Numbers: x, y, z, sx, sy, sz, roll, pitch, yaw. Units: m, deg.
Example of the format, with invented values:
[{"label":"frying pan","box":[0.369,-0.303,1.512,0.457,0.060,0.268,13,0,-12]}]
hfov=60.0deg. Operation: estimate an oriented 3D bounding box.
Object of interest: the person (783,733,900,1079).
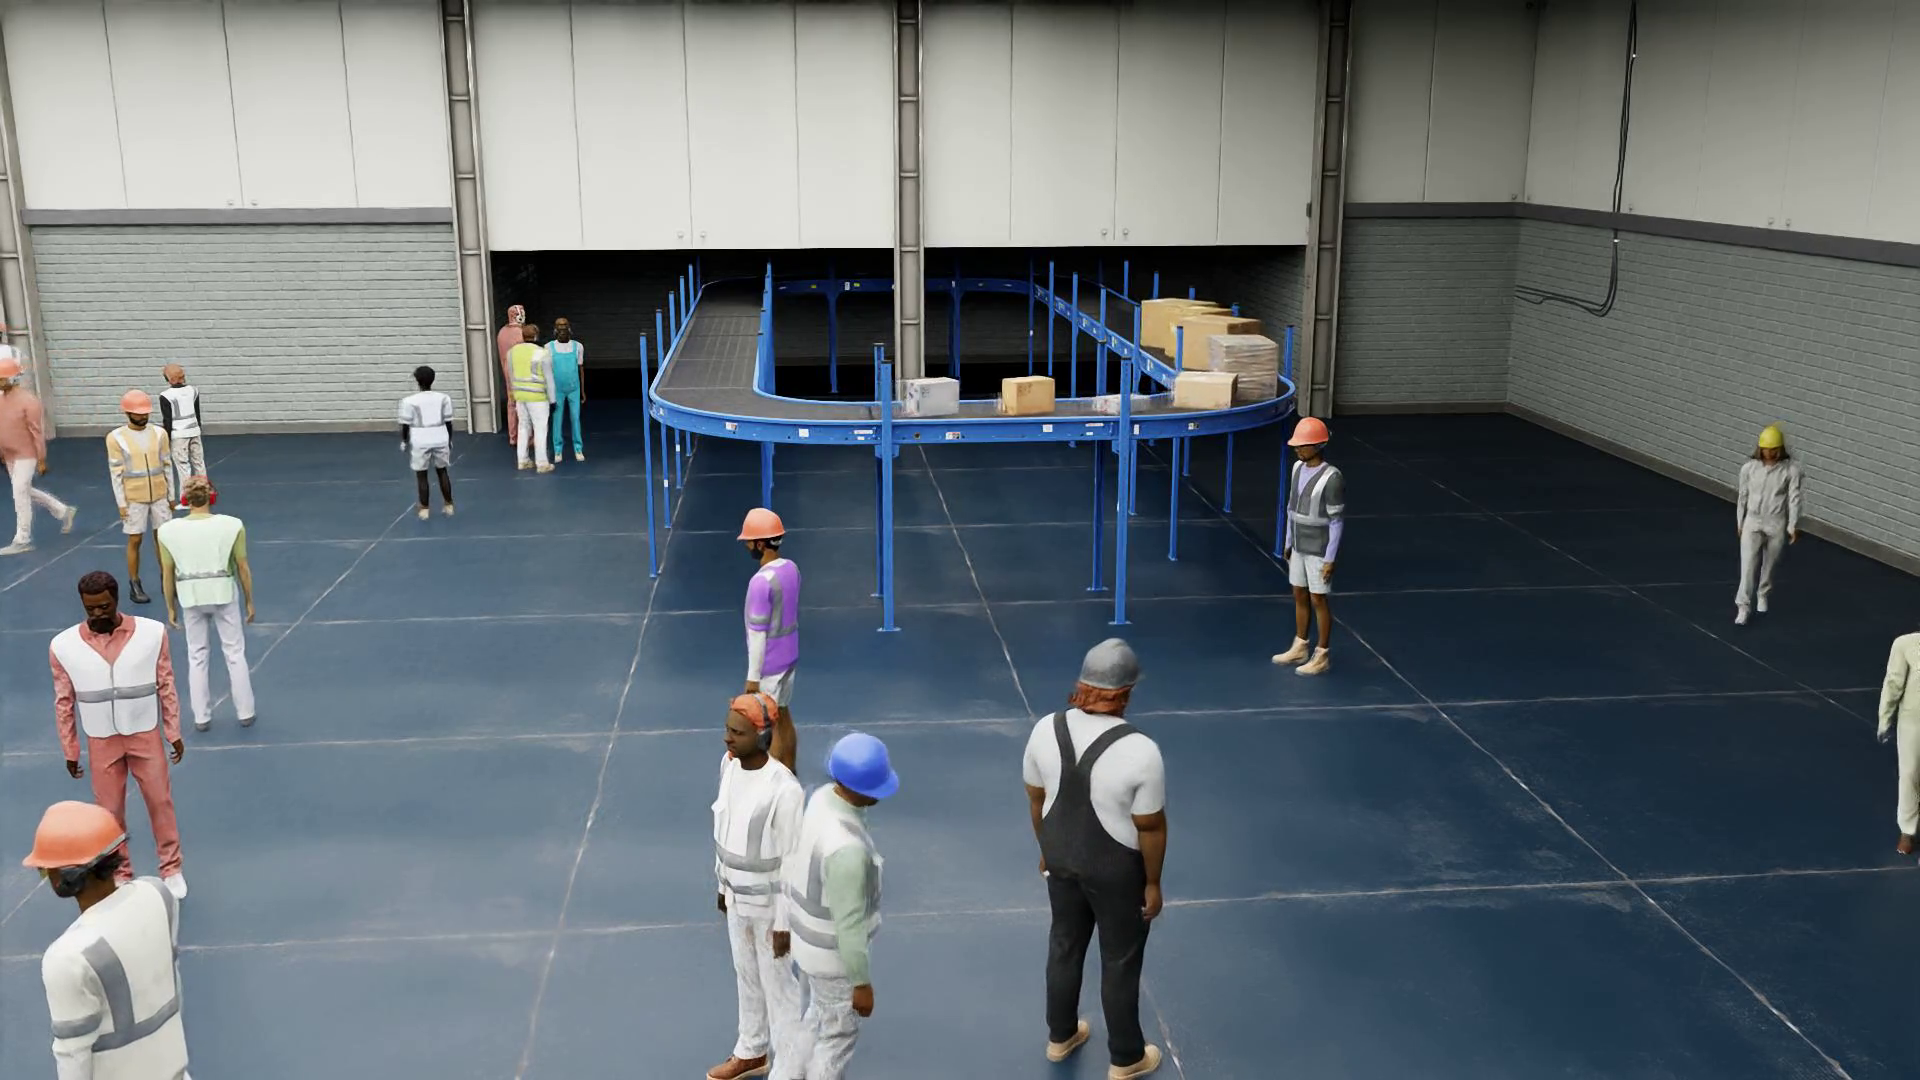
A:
[{"label":"person","box":[-0.503,1.655,6.823,0.502,1.899,0.676,-3,14,-12]}]

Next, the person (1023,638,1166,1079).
[{"label":"person","box":[0.655,1.417,7.485,0.688,2.000,0.536,11,18,36]}]

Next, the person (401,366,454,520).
[{"label":"person","box":[-5.774,-1.056,18.093,0.546,1.686,0.349,-12,18,-39]}]

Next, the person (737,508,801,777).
[{"label":"person","box":[-1.199,0.748,10.401,0.373,1.930,0.545,4,15,17]}]

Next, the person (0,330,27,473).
[{"label":"person","box":[-11.898,-1.771,20.512,0.865,1.897,0.546,7,16,27]}]

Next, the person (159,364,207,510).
[{"label":"person","box":[-8.669,-1.147,18.565,0.314,1.636,0.515,6,15,22]}]

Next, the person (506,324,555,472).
[{"label":"person","box":[-5.277,-1.749,20.586,0.648,1.831,0.431,6,15,22]}]

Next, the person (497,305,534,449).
[{"label":"person","box":[-5.822,-2.159,22.064,0.643,1.909,0.410,12,18,40]}]

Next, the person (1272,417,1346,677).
[{"label":"person","box":[2.705,0.052,12.947,0.395,2.038,0.615,-6,15,-22]}]

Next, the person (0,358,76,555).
[{"label":"person","box":[-9.451,-0.888,16.868,0.628,1.970,0.852,8,16,28]}]

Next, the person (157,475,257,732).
[{"label":"person","box":[-5.303,0.458,11.746,0.571,1.836,0.385,-5,15,-18]}]

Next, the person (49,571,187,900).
[{"label":"person","box":[-4.601,1.078,9.124,0.597,1.907,0.408,-7,16,-25]}]

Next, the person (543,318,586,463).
[{"label":"person","box":[-5.018,-1.903,21.164,0.510,1.846,0.341,-5,15,-20]}]

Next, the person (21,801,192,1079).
[{"label":"person","box":[-2.904,1.860,5.759,0.447,2.030,0.621,2,14,6]}]

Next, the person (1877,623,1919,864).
[{"label":"person","box":[5.573,1.107,9.578,0.526,1.610,0.669,9,17,33]}]

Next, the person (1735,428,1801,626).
[{"label":"person","box":[6.973,-0.137,14.399,0.498,1.696,0.901,7,16,27]}]

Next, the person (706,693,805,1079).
[{"label":"person","box":[-0.887,1.561,7.227,0.355,1.885,0.572,-11,18,-38]}]

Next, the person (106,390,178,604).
[{"label":"person","box":[-7.320,-0.396,14.964,0.380,1.932,0.550,12,19,40]}]
